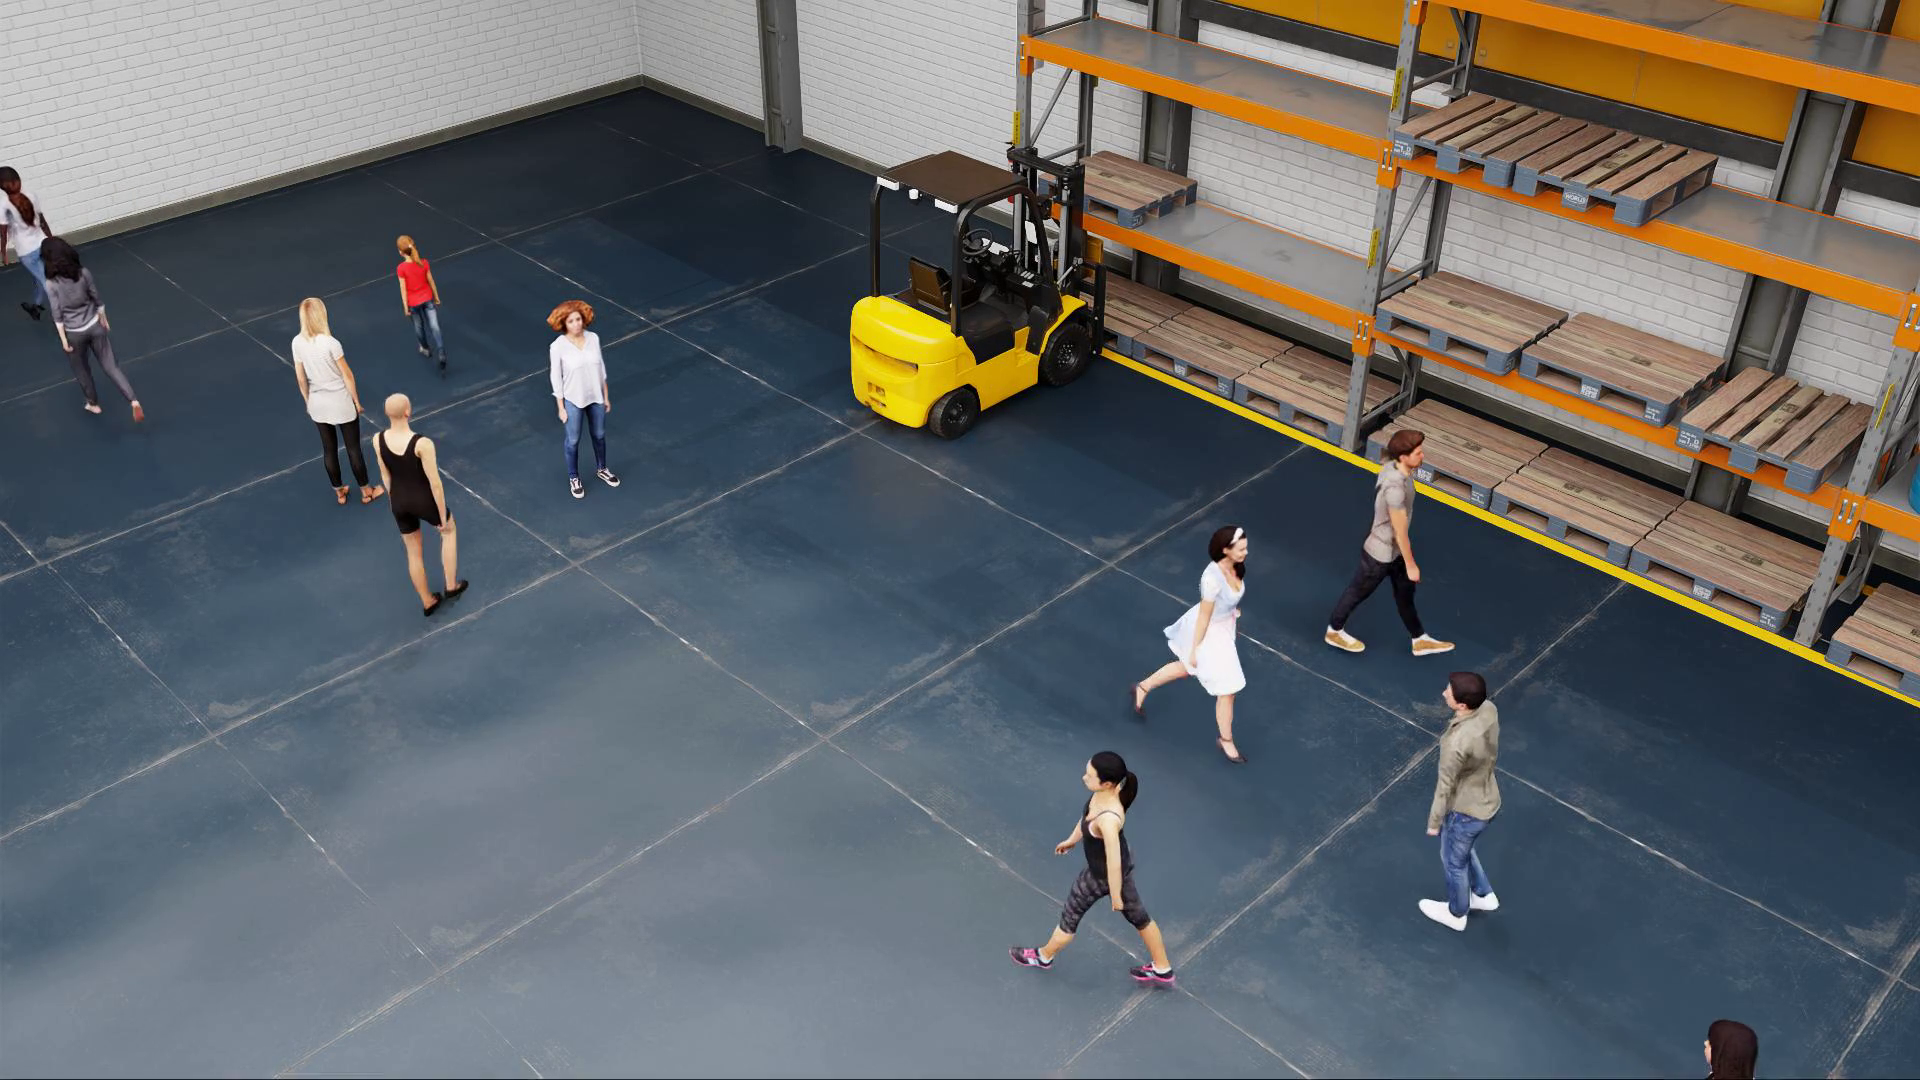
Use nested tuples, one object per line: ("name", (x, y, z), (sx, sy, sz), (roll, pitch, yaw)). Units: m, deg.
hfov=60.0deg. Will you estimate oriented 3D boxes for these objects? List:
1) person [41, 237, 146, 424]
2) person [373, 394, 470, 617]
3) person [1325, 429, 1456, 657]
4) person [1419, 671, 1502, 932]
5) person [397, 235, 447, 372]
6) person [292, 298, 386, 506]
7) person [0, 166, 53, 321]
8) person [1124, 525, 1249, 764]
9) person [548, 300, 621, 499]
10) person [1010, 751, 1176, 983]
("person", (-7.651, -1.796, 14.615), (1.099, 1.733, 0.667), (25, 41, 32))
("person", (-4.015, -0.208, 12.163), (0.794, 1.802, 0.865), (3, 34, 4))
("person", (2.905, 0.052, 11.729), (1.220, 1.849, 0.906), (14, 36, 20))
("person", (2.964, 1.533, 9.507), (0.760, 1.843, 0.777), (-27, 42, -34))
("person", (-5.050, -2.210, 15.642), (0.628, 1.285, 0.933), (-18, 38, -25))
("person", (-5.096, -1.100, 13.487), (0.674, 1.822, 0.747), (2, 34, 3))
("person", (-8.918, -2.766, 16.121), (1.187, 1.680, 0.897), (13, 36, 19))
("person", (1.542, 0.650, 10.901), (1.243, 1.770, 0.865), (18, 38, 25))
("person", (-3.124, -1.198, 13.734), (0.678, 1.712, 0.654), (-20, 39, -27))
("person", (0.913, 1.854, 9.182), (1.233, 1.669, 1.025), (7, 34, 10))
